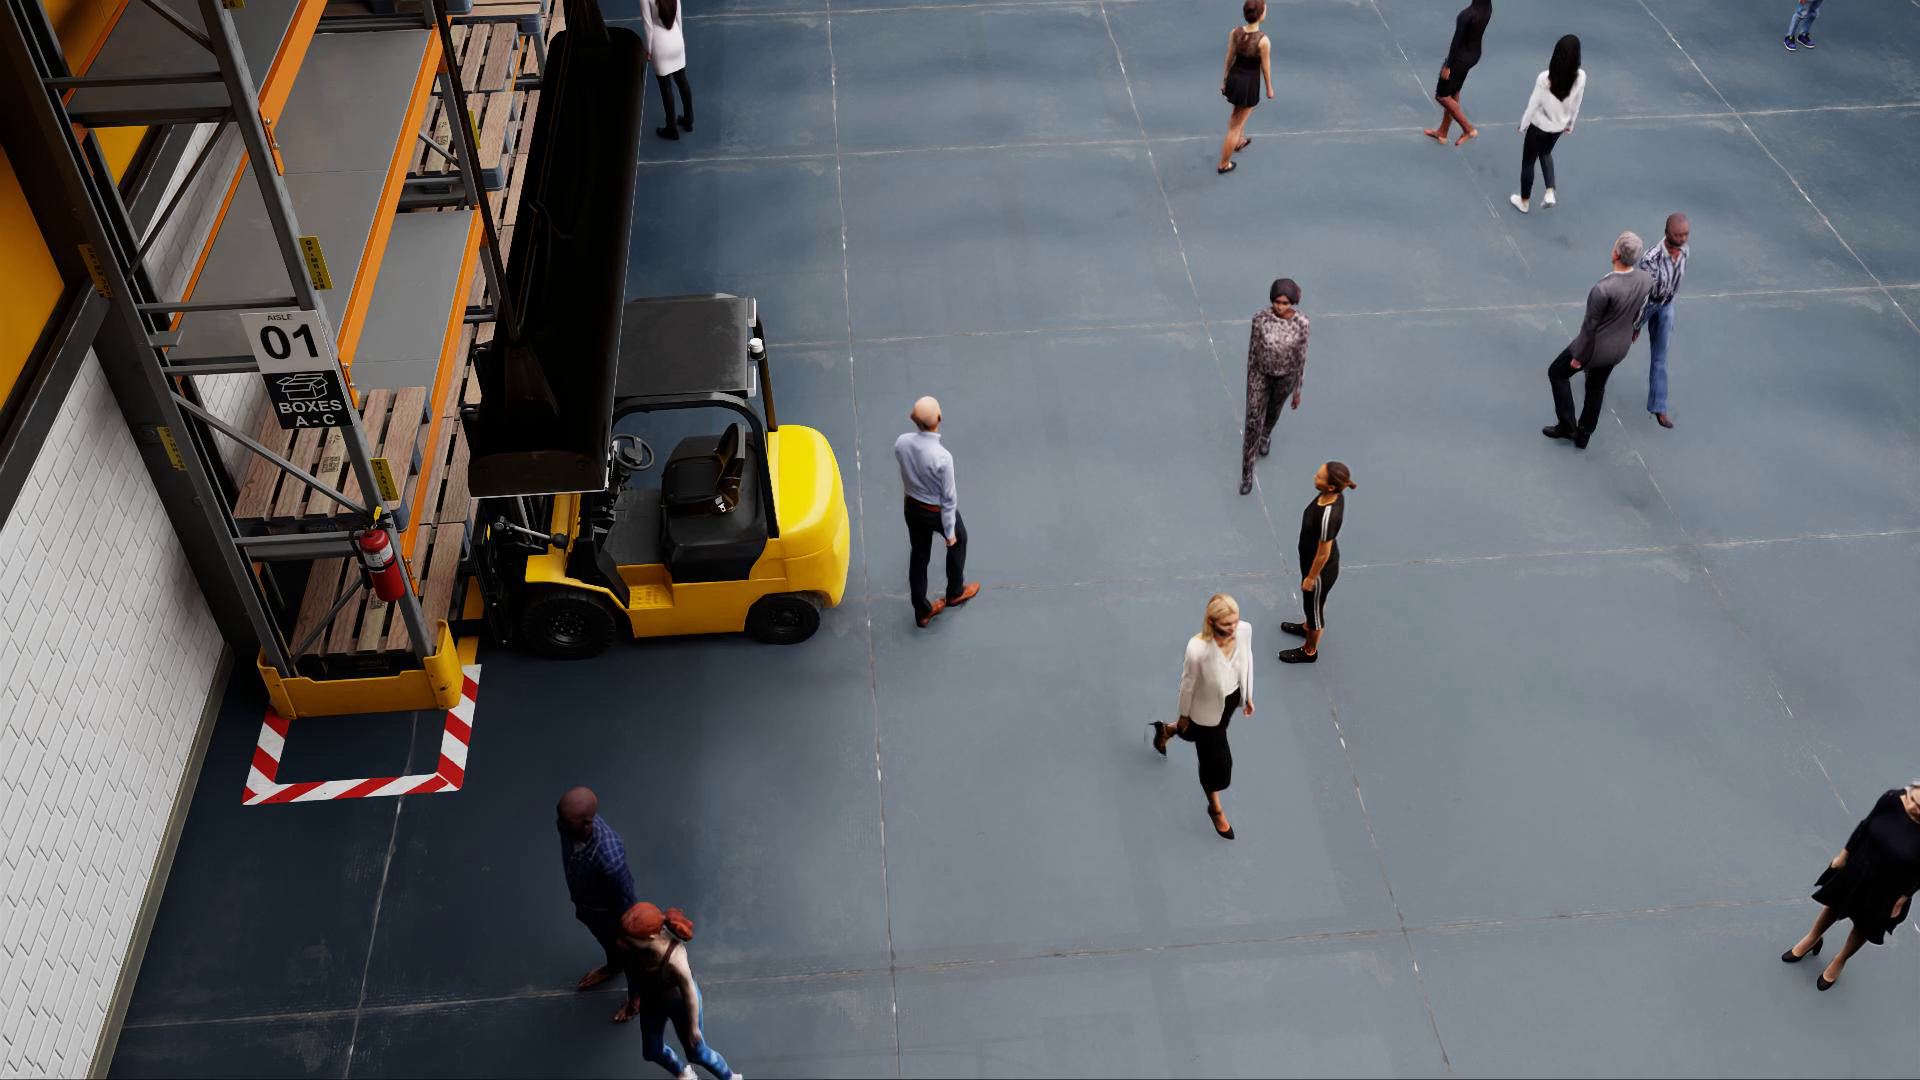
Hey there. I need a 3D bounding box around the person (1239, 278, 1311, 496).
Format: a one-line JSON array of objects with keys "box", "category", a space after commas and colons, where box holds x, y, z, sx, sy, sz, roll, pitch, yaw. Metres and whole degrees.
[{"box": [2.314, -1.222, 12.195, 0.835, 1.672, 1.169, 10, 44, 10], "category": "person"}]

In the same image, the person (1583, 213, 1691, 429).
[{"box": [5.158, -1.755, 12.712, 0.996, 1.730, 1.272, -24, 49, -23], "category": "person"}]

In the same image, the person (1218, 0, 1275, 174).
[{"box": [2.544, -4.139, 15.270, 0.919, 1.654, 0.902, -30, 51, -28], "category": "person"}]

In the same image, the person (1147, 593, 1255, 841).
[{"box": [1.441, 0.942, 9.809, 0.993, 1.831, 1.193, -27, 50, -25], "category": "person"}]

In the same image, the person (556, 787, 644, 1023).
[{"box": [-1.891, 1.894, 8.818, 0.818, 1.818, 0.741, -34, 53, -31], "category": "person"}]

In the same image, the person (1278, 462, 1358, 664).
[{"box": [2.329, 0.134, 10.775, 0.699, 1.668, 0.553, 10, 45, 10], "category": "person"}]

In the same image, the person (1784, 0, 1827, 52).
[{"box": [8.875, -5.728, 17.223, 0.515, 1.261, 0.537, -11, 45, -11], "category": "person"}]

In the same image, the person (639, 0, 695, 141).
[{"box": [-2.778, -4.654, 15.699, 0.726, 1.807, 0.679, 33, 53, 30], "category": "person"}]

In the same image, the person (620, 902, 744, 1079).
[{"box": [-1.436, 2.318, 8.420, 0.744, 1.754, 0.805, 24, 49, 23], "category": "person"}]

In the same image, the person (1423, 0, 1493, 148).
[{"box": [4.745, -4.429, 15.532, 0.881, 1.713, 0.956, -35, 53, -31], "category": "person"}]

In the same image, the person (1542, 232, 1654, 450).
[{"box": [4.773, -1.394, 12.267, 0.841, 1.822, 0.811, -19, 47, -19], "category": "person"}]

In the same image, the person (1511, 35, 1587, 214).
[{"box": [5.227, -3.611, 14.690, 0.687, 1.689, 0.747, -11, 45, -12], "category": "person"}]

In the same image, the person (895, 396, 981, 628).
[{"box": [-0.254, -0.116, 10.970, 0.906, 1.761, 0.969, 29, 51, 27], "category": "person"}]

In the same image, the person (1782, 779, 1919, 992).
[{"box": [4.913, 1.826, 8.940, 0.750, 1.748, 0.649, -24, 49, -23], "category": "person"}]
